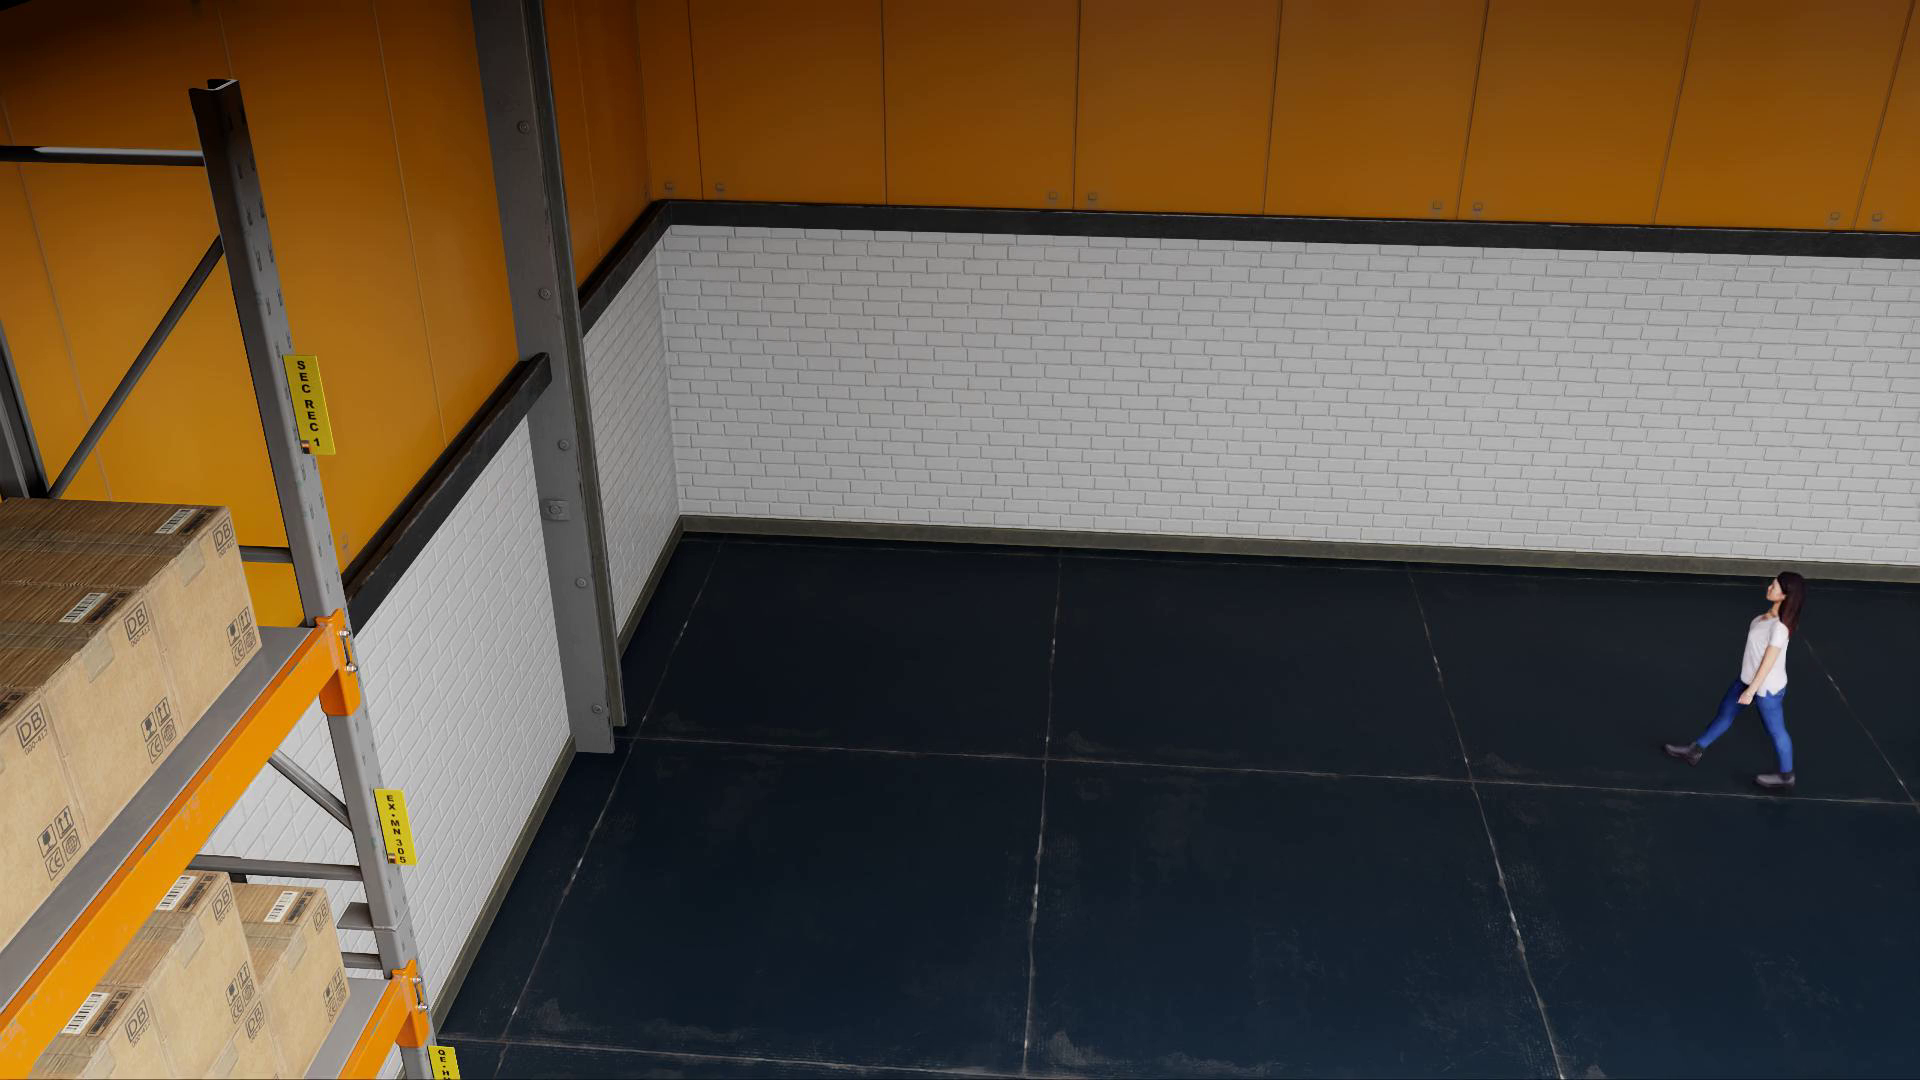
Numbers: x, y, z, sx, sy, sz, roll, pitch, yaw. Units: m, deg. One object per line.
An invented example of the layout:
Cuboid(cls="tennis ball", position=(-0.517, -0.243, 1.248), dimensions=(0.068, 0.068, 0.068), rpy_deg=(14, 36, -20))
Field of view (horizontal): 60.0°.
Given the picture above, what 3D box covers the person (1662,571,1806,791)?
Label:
Cuboid(cls="person", position=(5.515, 1.015, 11.235), dimensions=(0.909, 1.634, 1.116), rpy_deg=(11, 31, 20))
